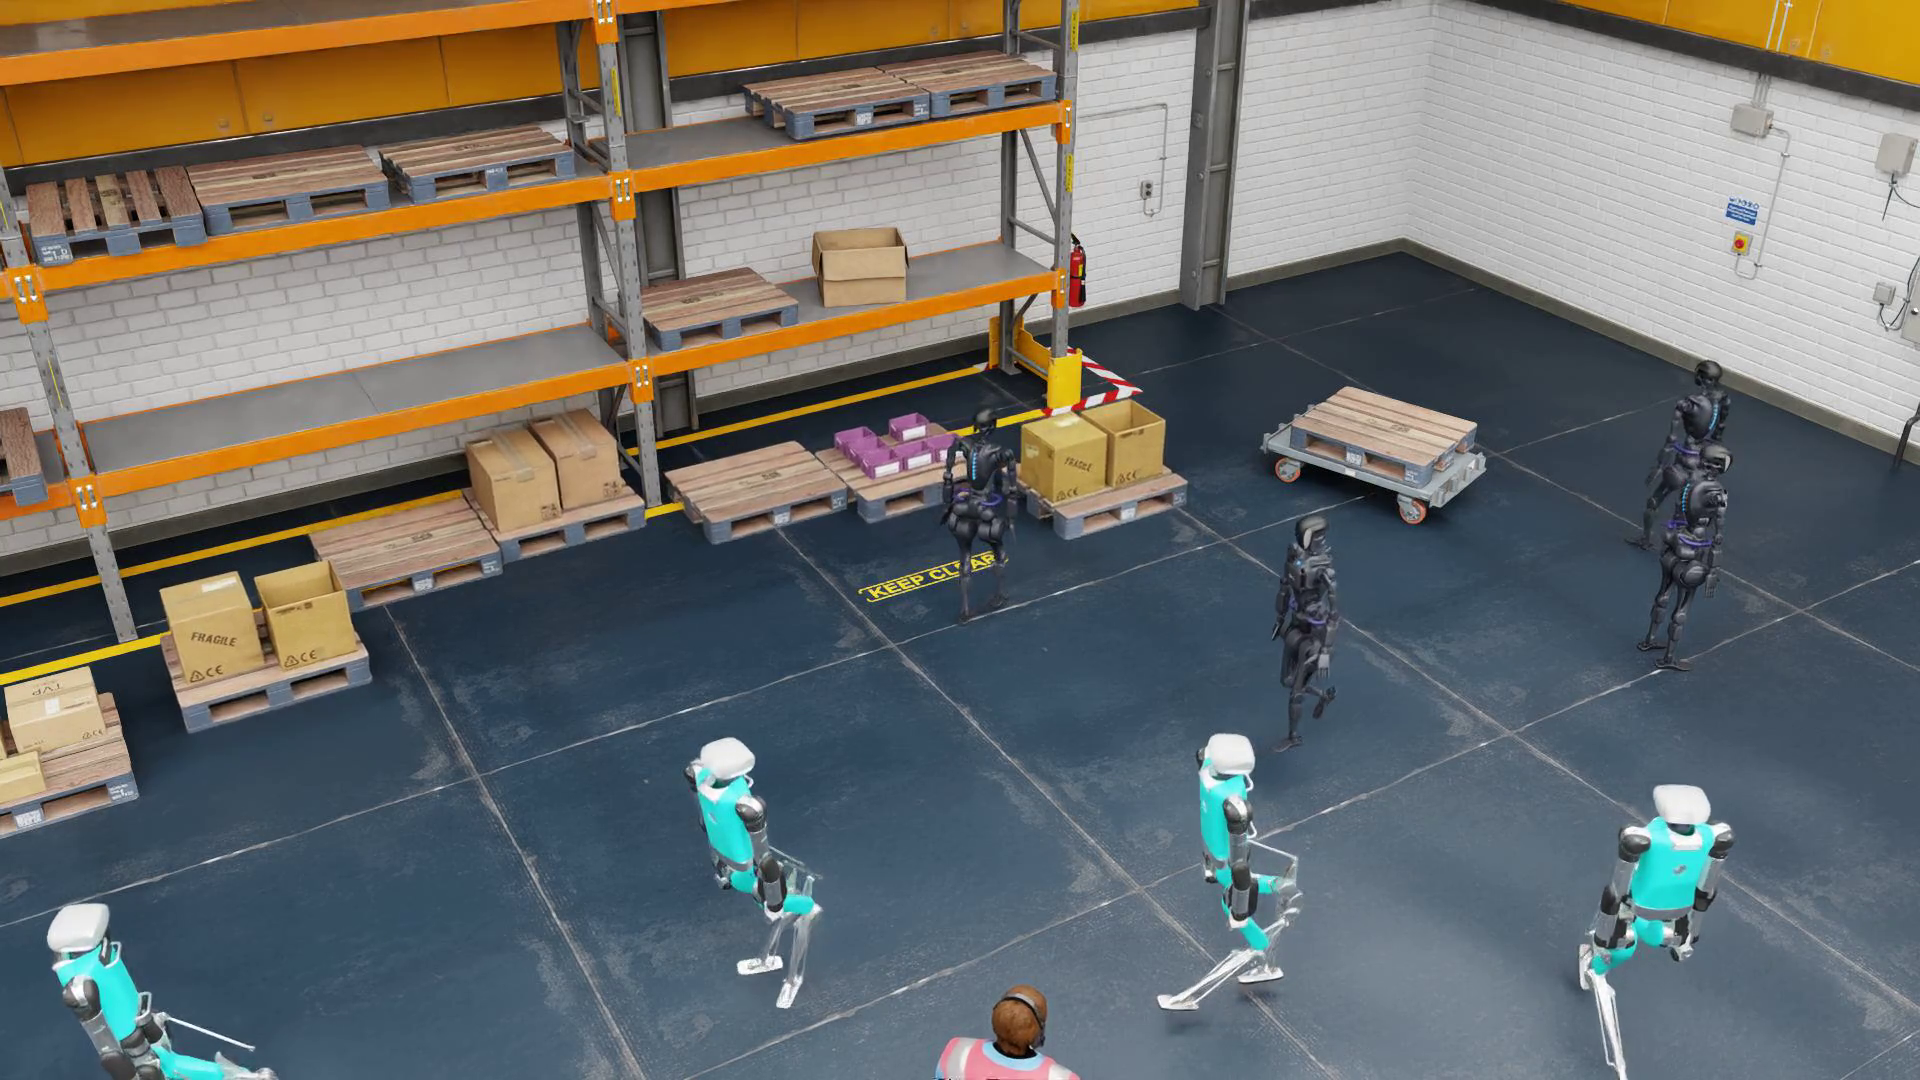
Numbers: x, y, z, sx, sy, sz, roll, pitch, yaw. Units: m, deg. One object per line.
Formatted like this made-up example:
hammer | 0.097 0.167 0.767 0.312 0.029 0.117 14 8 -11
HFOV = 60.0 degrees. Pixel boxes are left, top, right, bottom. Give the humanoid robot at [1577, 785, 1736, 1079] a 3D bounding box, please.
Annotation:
humanoid robot | 3.336 1.792 8.365 0.532 1.782 0.998 -1 29 -2

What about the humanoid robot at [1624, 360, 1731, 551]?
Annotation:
humanoid robot | 5.502 -0.614 12.635 0.595 1.641 0.606 -12 32 -20

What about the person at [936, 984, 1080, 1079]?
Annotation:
person | 0.220 2.562 6.856 0.628 1.836 0.432 11 31 18

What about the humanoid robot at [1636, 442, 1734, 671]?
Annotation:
humanoid robot | 4.986 0.087 11.375 0.315 1.657 0.599 -3 30 -5

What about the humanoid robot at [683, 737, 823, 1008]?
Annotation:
humanoid robot | -0.974 1.659 8.530 0.575 1.750 0.773 26 38 37

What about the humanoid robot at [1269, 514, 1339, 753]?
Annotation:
humanoid robot | 2.255 0.575 10.538 0.572 1.643 0.612 -12 32 -21

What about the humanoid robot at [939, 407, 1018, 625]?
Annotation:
humanoid robot | 0.139 -0.205 11.918 0.609 1.642 0.541 11 31 18

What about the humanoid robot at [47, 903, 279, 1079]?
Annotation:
humanoid robot | -3.349 2.286 7.449 0.963 1.761 0.537 -10 31 -17

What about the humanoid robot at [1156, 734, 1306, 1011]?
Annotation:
humanoid robot | 1.487 1.706 8.450 0.974 1.731 0.545 -6 30 -10
